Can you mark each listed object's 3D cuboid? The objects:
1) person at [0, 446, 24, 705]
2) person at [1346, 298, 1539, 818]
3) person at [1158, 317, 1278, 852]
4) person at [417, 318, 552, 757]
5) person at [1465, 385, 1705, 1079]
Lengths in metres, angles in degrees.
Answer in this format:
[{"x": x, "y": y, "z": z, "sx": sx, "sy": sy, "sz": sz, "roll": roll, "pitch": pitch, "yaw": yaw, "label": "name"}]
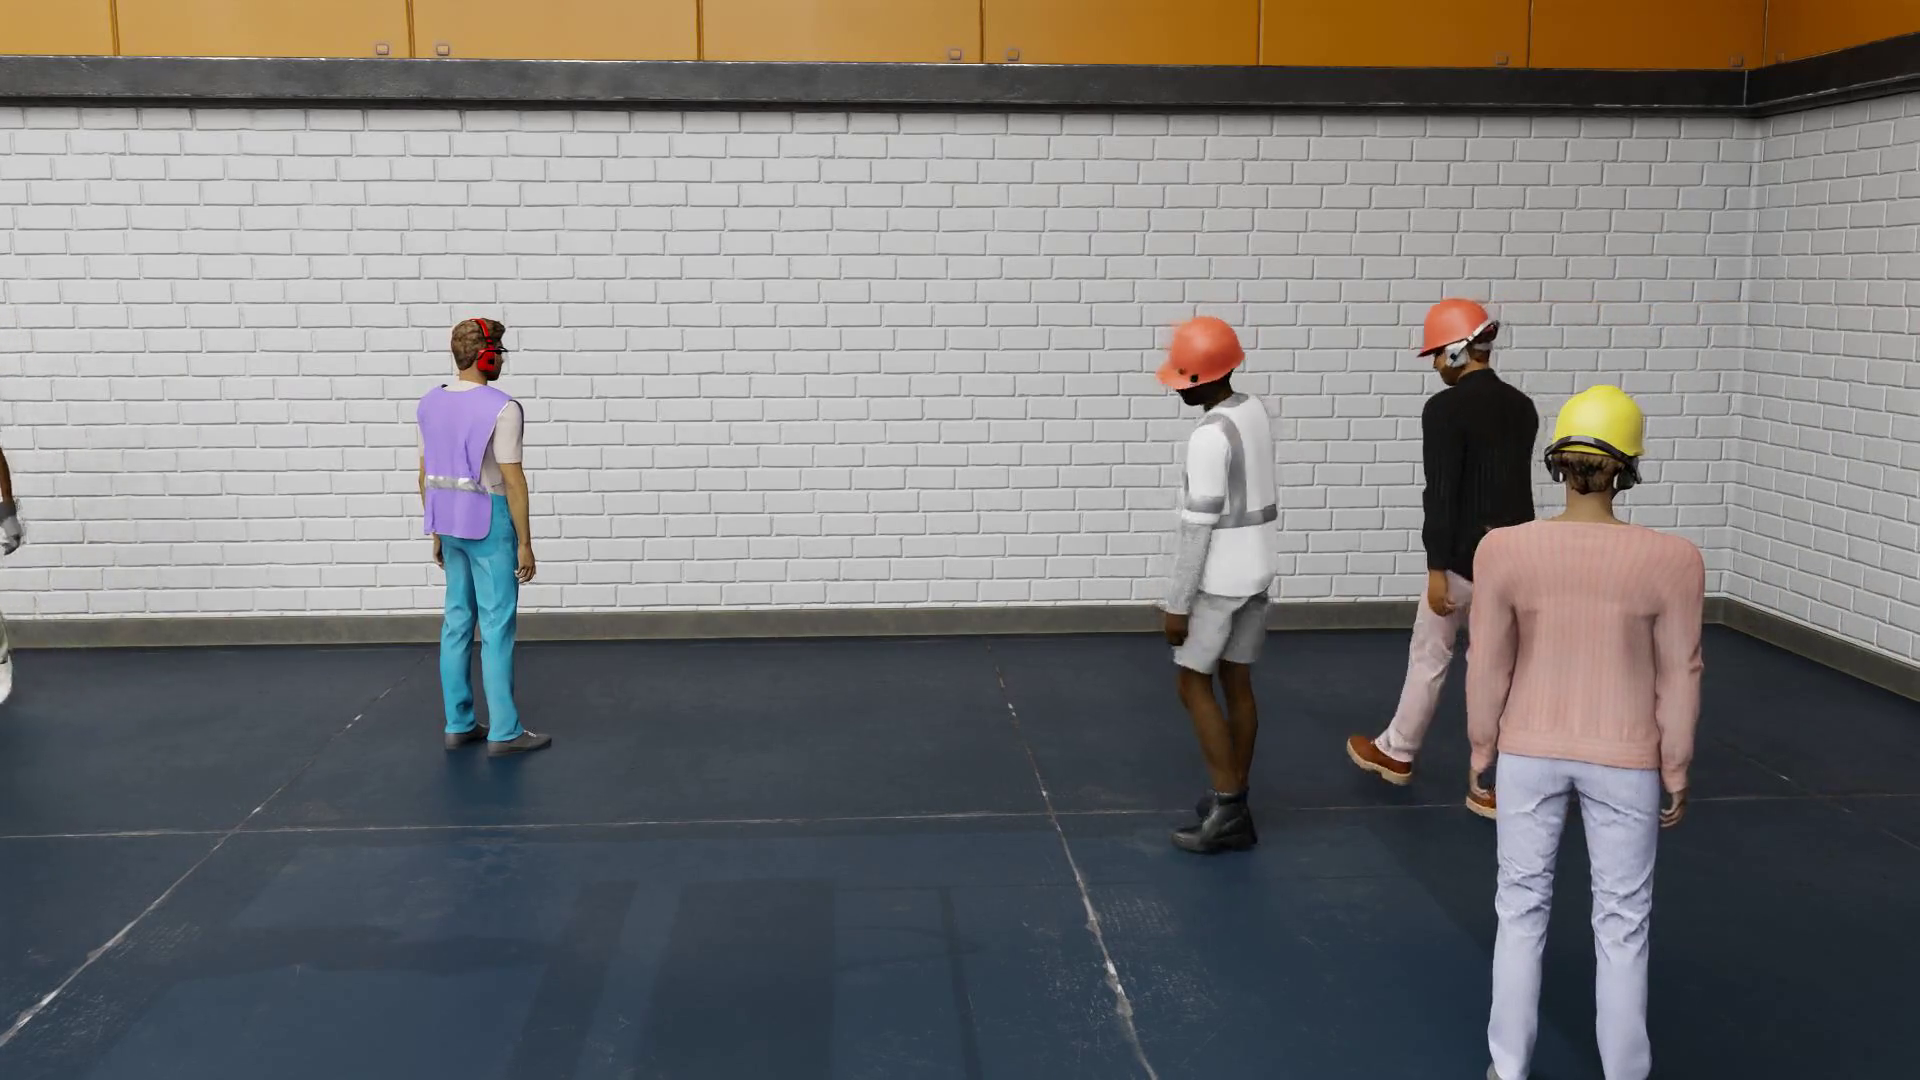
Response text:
[{"x": -4.571, "y": -0.101, "z": 7.543, "sx": 0.573, "sy": 1.860, "sz": 0.395, "roll": -2, "pitch": 9, "yaw": -10, "label": "person"}, {"x": 1.890, "y": 0.061, "z": 6.320, "sx": 0.623, "sy": 1.922, "sz": 0.979, "roll": -5, "pitch": 10, "yaw": -29, "label": "person"}, {"x": 0.957, "y": 0.157, "z": 5.904, "sx": 0.393, "sy": 1.885, "sz": 0.630, "roll": 6, "pitch": 11, "yaw": 35, "label": "person"}, {"x": -2.038, "y": -0.007, "z": 7.013, "sx": 0.570, "sy": 1.843, "sz": 0.373, "roll": 5, "pitch": 10, "yaw": 30, "label": "person"}, {"x": 1.472, "y": 0.518, "z": 3.967, "sx": 0.526, "sy": 1.769, "sz": 0.328, "roll": 5, "pitch": 10, "yaw": 27, "label": "person"}]
